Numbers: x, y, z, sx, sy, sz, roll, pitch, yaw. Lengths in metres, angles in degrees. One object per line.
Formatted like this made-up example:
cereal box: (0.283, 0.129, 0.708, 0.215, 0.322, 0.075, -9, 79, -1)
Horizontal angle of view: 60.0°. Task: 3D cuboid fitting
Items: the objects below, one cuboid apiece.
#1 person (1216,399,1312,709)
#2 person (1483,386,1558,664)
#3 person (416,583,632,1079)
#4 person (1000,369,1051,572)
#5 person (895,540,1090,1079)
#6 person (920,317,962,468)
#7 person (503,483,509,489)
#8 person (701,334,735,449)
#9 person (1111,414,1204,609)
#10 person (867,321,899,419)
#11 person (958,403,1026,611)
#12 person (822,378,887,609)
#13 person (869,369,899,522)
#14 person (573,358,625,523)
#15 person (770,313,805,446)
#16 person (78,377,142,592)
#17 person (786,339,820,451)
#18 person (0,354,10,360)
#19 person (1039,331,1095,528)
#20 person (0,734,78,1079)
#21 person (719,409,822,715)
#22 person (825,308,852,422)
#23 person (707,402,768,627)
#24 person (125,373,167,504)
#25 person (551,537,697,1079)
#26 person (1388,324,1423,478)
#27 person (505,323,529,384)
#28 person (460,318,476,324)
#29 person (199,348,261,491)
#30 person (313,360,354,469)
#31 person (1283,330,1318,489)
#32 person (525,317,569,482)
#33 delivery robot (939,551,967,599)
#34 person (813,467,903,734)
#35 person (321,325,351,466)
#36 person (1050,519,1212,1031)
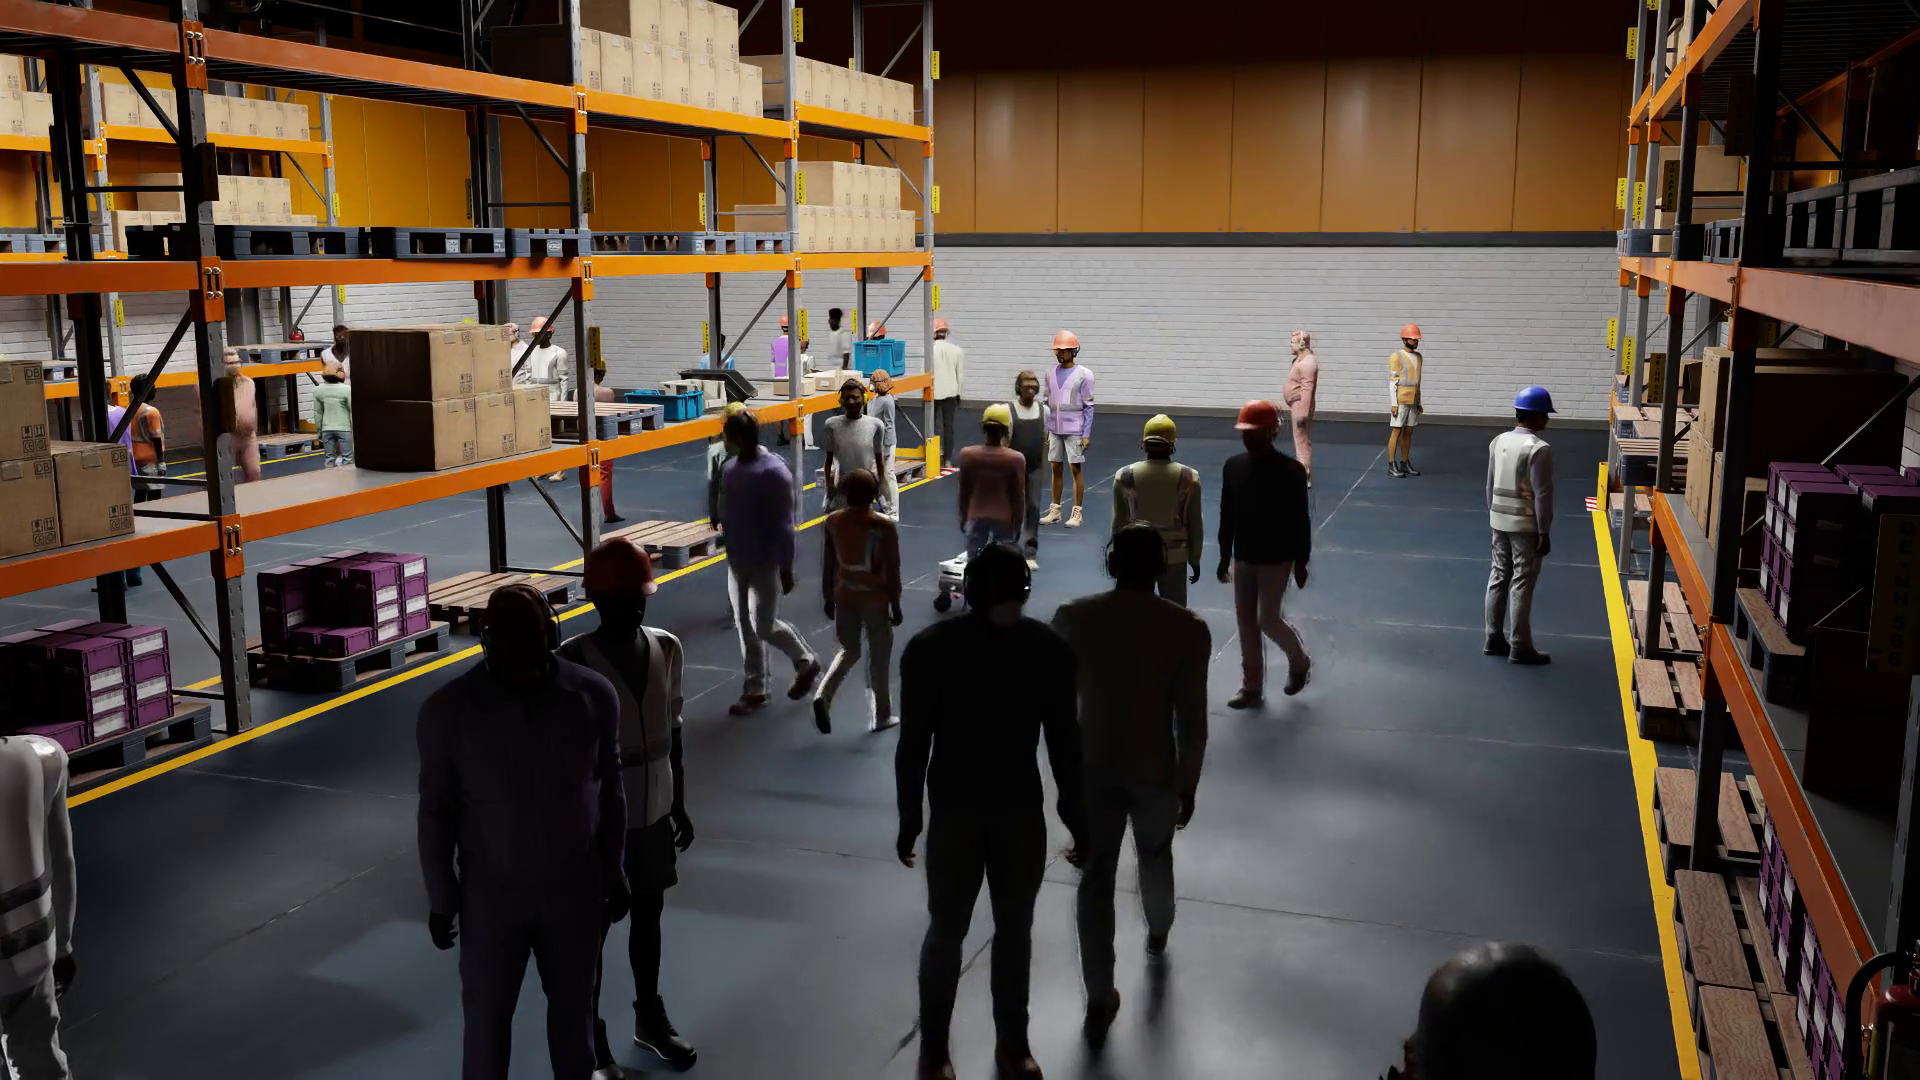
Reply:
person: (1.936, 0.091, 10.489, 0.579, 1.978, 0.611, -9, 13, -40)
person: (3.949, -0.109, 11.700, 0.403, 1.943, 0.610, -3, 11, -18)
person: (-1.334, 1.069, 5.181, 0.651, 1.906, 0.403, -5, 11, -27)
person: (0.544, -0.657, 15.144, 0.520, 1.823, 0.723, -3, 11, -17)
person: (0.105, 0.948, 5.780, 0.658, 1.935, 0.396, -3, 10, -16)
person: (-0.246, -1.934, 21.894, 0.627, 1.973, 0.477, -3, 11, -18)
person: (-5.543, -1.369, 19.736, 0.533, 1.609, 0.603, -2, 10, -12)
person: (-3.380, -2.058, 23.379, 0.535, 1.697, 0.318, 2, 10, 14)
person: (1.286, 0.096, 10.863, 0.598, 1.830, 0.403, 2, 10, 9)
person: (-1.069, -1.903, 21.859, 0.545, 1.932, 0.386, 3, 11, 18)
person: (0.230, -0.156, 12.513, 0.522, 1.742, 0.753, 1, 10, 6)
person: (-0.850, -0.370, 13.383, 0.520, 1.874, 0.332, 0, 10, -1)
person: (-0.812, -0.993, 17.588, 0.287, 1.629, 0.498, -4, 11, -20)
person: (-3.821, -1.059, 17.560, 0.523, 1.768, 0.319, 4, 11, 22)
person: (-2.483, -2.324, 24.198, 0.551, 1.937, 0.357, 7, 12, 33)
person: (-7.180, -0.479, 14.062, 0.396, 1.847, 0.564, 1, 10, 8)
person: (-2.246, -2.091, 23.711, 0.523, 1.645, 0.306, 6, 12, 31)
person: (-9.880, -0.988, 17.021, 0.605, 1.815, 0.601, -9, 14, -42)
person: (1.093, -1.144, 17.252, 0.605, 2.045, 0.377, 7, 12, 36)
person: (-2.674, 1.190, 4.557, 0.350, 1.884, 0.583, 3, 11, 18)
person: (-1.212, 0.134, 10.378, 0.659, 1.930, 0.553, 9, 14, 43)
person: (-1.918, -2.774, 26.760, 0.596, 1.920, 0.623, -9, 14, -43)
person: (-1.670, -0.215, 12.942, 0.495, 1.713, 0.759, 3, 11, 18)
person: (-7.847, -0.759, 16.064, 0.540, 1.695, 0.317, 7, 12, 34)
person: (-1.164, 0.942, 5.806, 0.360, 1.938, 0.545, 10, 14, 44)
person: (5.650, -1.758, 21.009, 0.542, 1.938, 0.358, -7, 12, -34)
person: (-5.912, -1.923, 22.039, 0.641, 1.905, 0.410, 6, 12, 30)
person: (-7.985, -2.715, 26.900, 0.573, 1.750, 0.558, -2, 10, -11)
person: (-7.620, -1.070, 17.328, 0.854, 1.877, 0.645, 6, 12, 30)
person: (-7.027, -1.211, 18.783, 0.498, 1.633, 0.282, 1, 10, 5)
person: (4.089, -1.569, 20.041, 0.403, 1.905, 0.651, 1, 10, 8)
person: (-5.122, -1.730, 20.553, 0.615, 2.042, 0.372, 5, 11, 24)
delivery robot: (0.146, 0.245, 13.359, 0.477, 0.478, 0.707, 8, 13, 36)
person: (-0.620, 0.380, 9.885, 0.539, 1.614, 0.599, 6, 12, 29)
person: (-8.263, -1.975, 22.444, 0.611, 1.872, 1.014, -1, 10, -6)
person: (0.661, 0.845, 6.493, 0.639, 1.878, 1.046, 2, 10, 12)
